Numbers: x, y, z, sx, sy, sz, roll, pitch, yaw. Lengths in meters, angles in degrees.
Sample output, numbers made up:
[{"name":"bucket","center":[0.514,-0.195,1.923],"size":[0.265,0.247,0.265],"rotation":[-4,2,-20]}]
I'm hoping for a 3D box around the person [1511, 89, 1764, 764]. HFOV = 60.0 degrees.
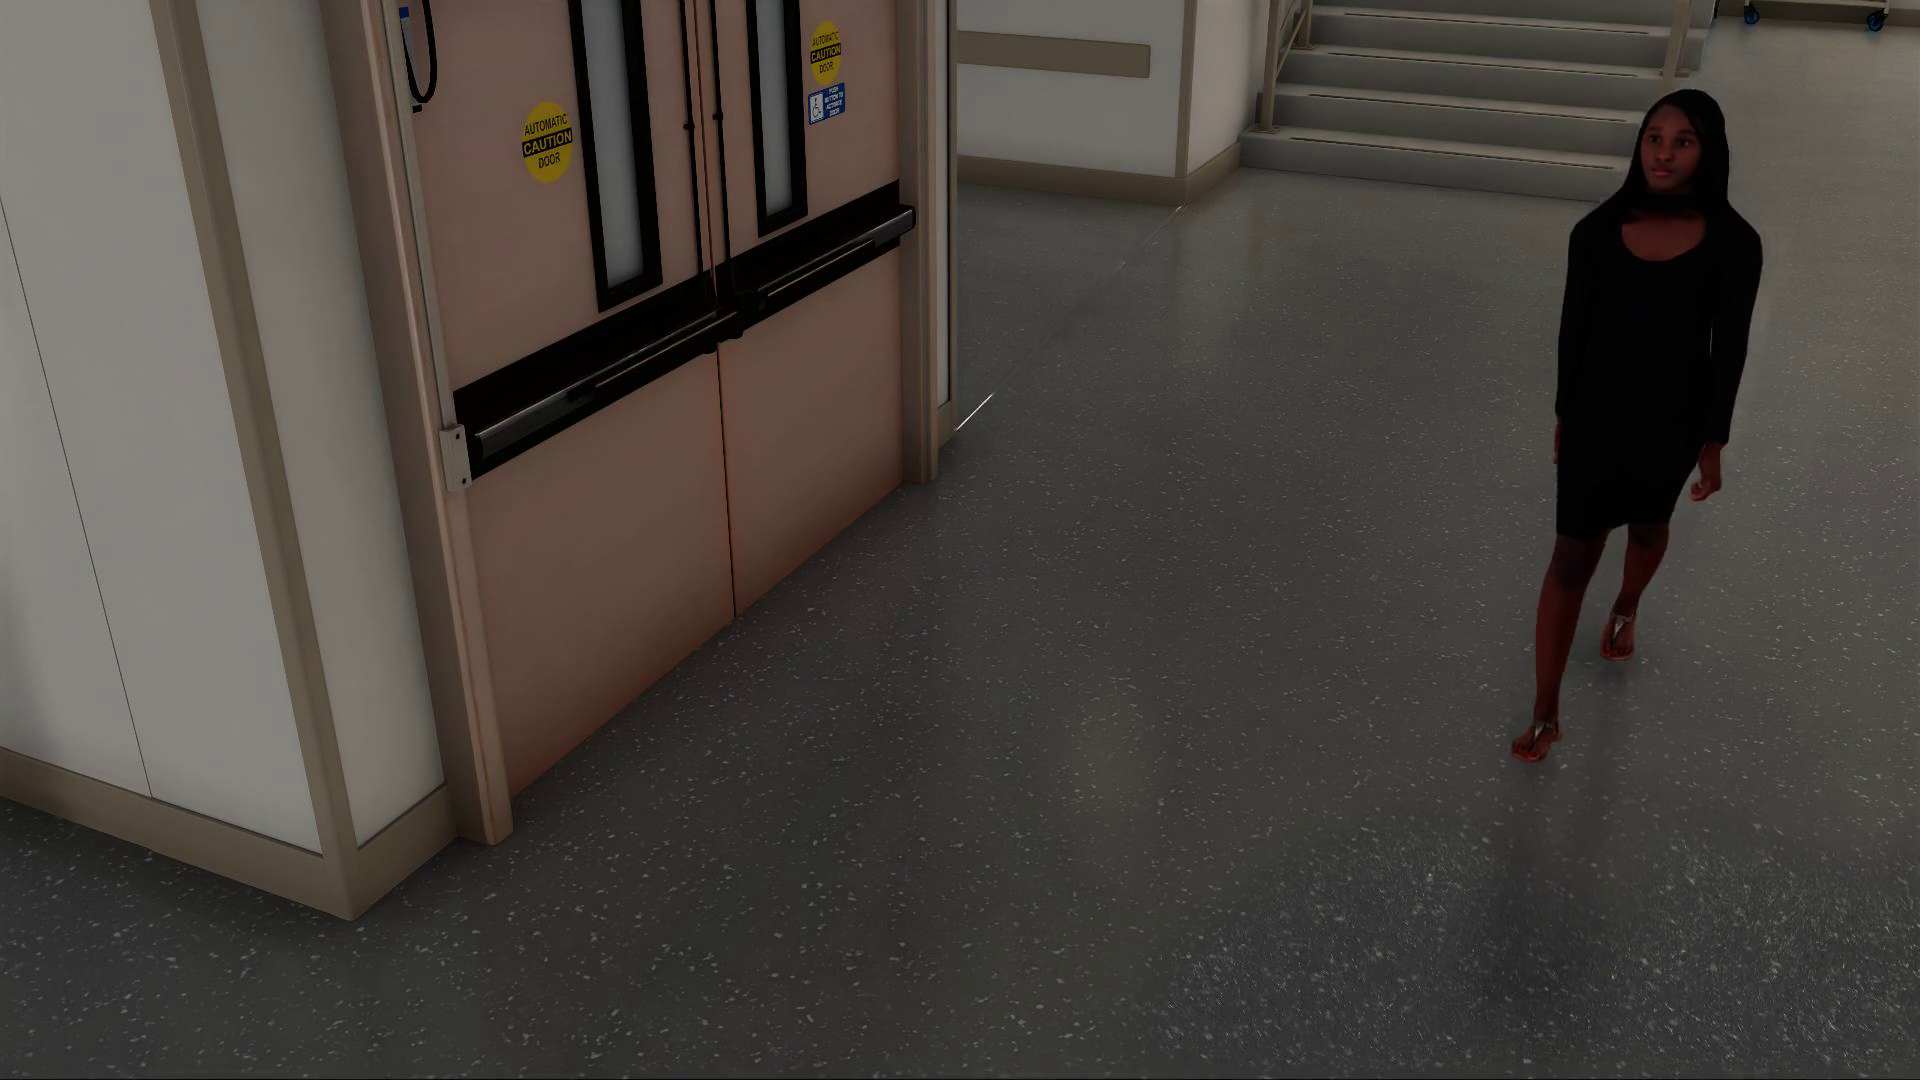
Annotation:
[{"name":"person","center":[1.815,-0.310,4.413],"size":[0.654,1.679,1.179],"rotation":[13,29,26]}]
